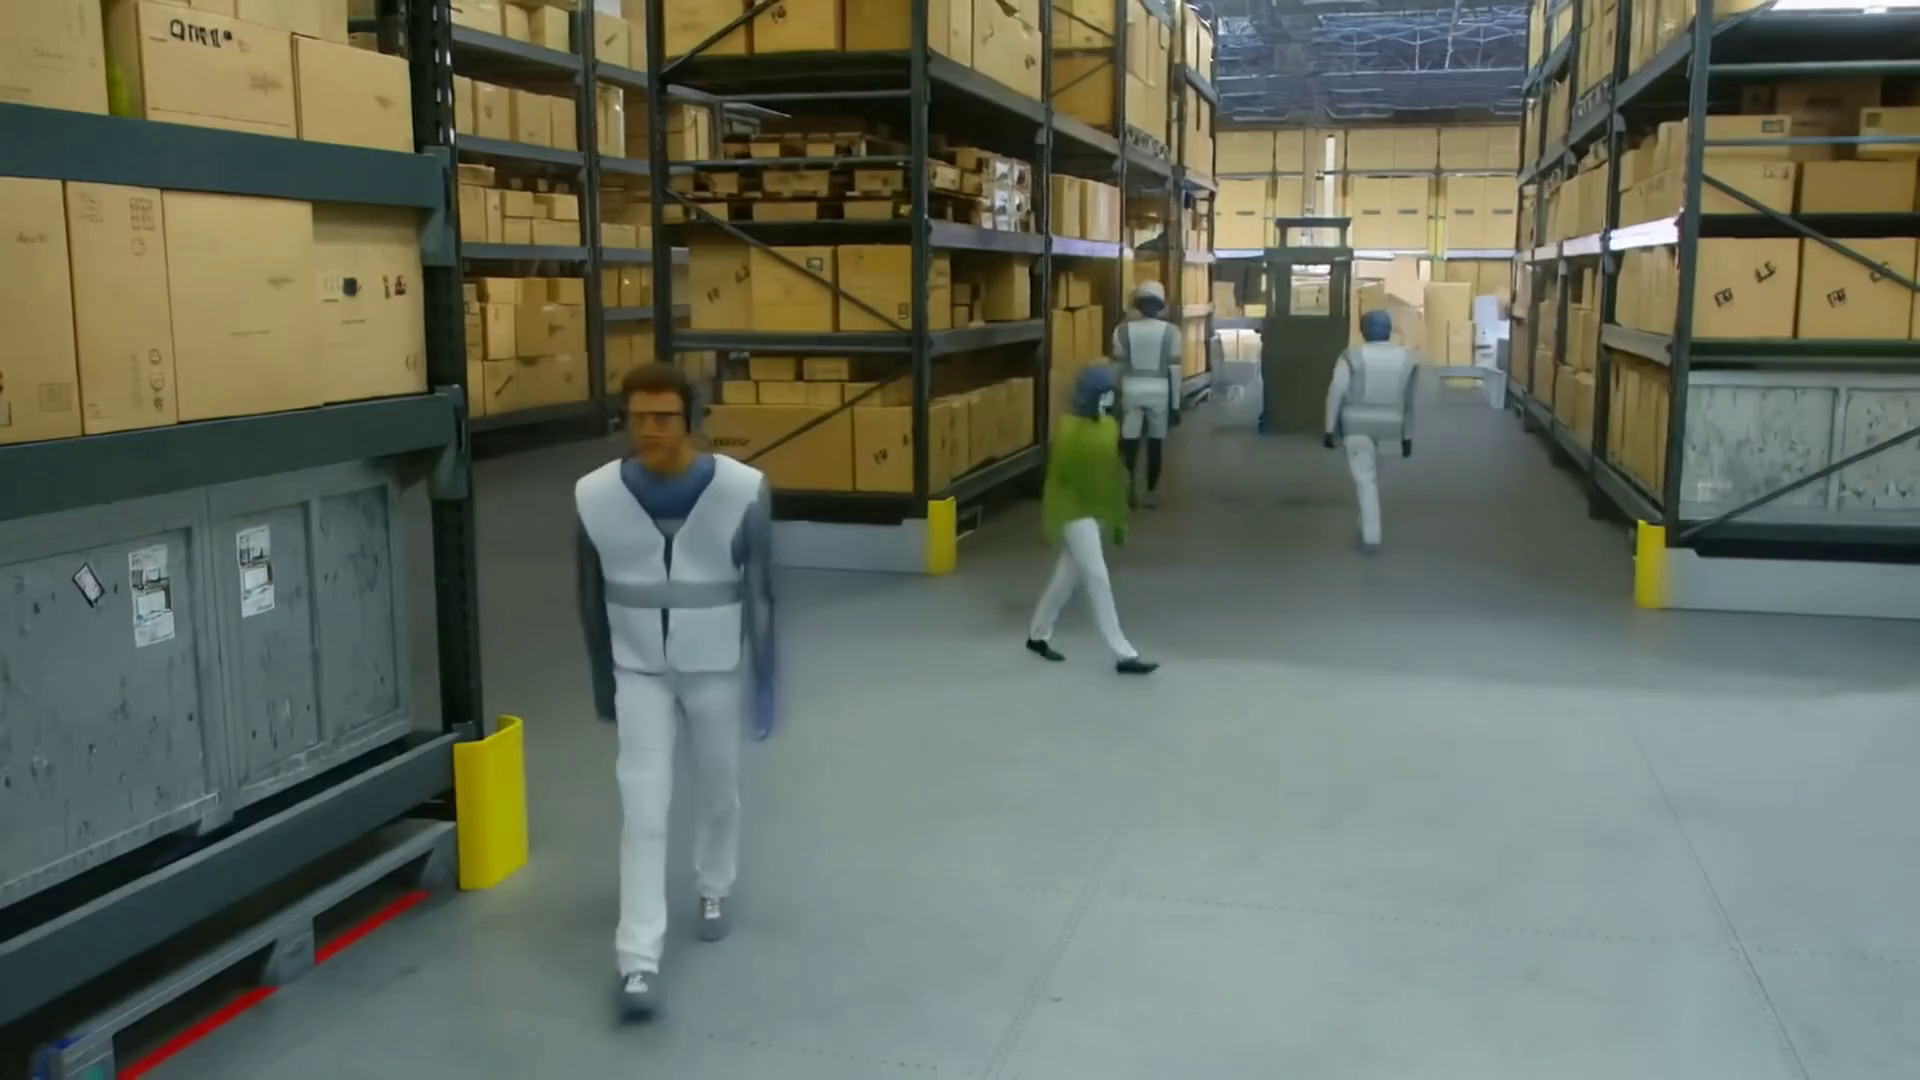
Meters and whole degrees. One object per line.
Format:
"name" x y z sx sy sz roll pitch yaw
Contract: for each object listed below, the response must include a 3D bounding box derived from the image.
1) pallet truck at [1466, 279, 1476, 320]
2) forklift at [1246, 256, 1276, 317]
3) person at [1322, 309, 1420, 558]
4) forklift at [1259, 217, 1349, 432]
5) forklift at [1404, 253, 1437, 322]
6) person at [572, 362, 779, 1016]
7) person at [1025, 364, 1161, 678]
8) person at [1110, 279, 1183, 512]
"pallet truck" 18.896 -8.459 60.307 1.885 1.965 0.823 5 10 31
"forklift" 11.003 -8.927 60.490 1.129 2.768 1.873 2 9 15
"person" 3.012 -0.804 12.319 0.624 1.791 0.954 -2 9 -10
"forklift" 4.672 -2.906 22.238 1.129 2.768 1.873 2 9 15
"forklift" 14.923 -7.899 53.958 1.129 2.768 1.873 -2 9 -11
"person" -0.808 0.387 4.777 0.576 1.789 0.969 -1 9 -6
"person" 0.665 -0.108 8.533 0.880 1.584 0.514 7 11 37
"person" 1.580 -1.211 14.192 0.618 2.020 0.736 2 9 12
